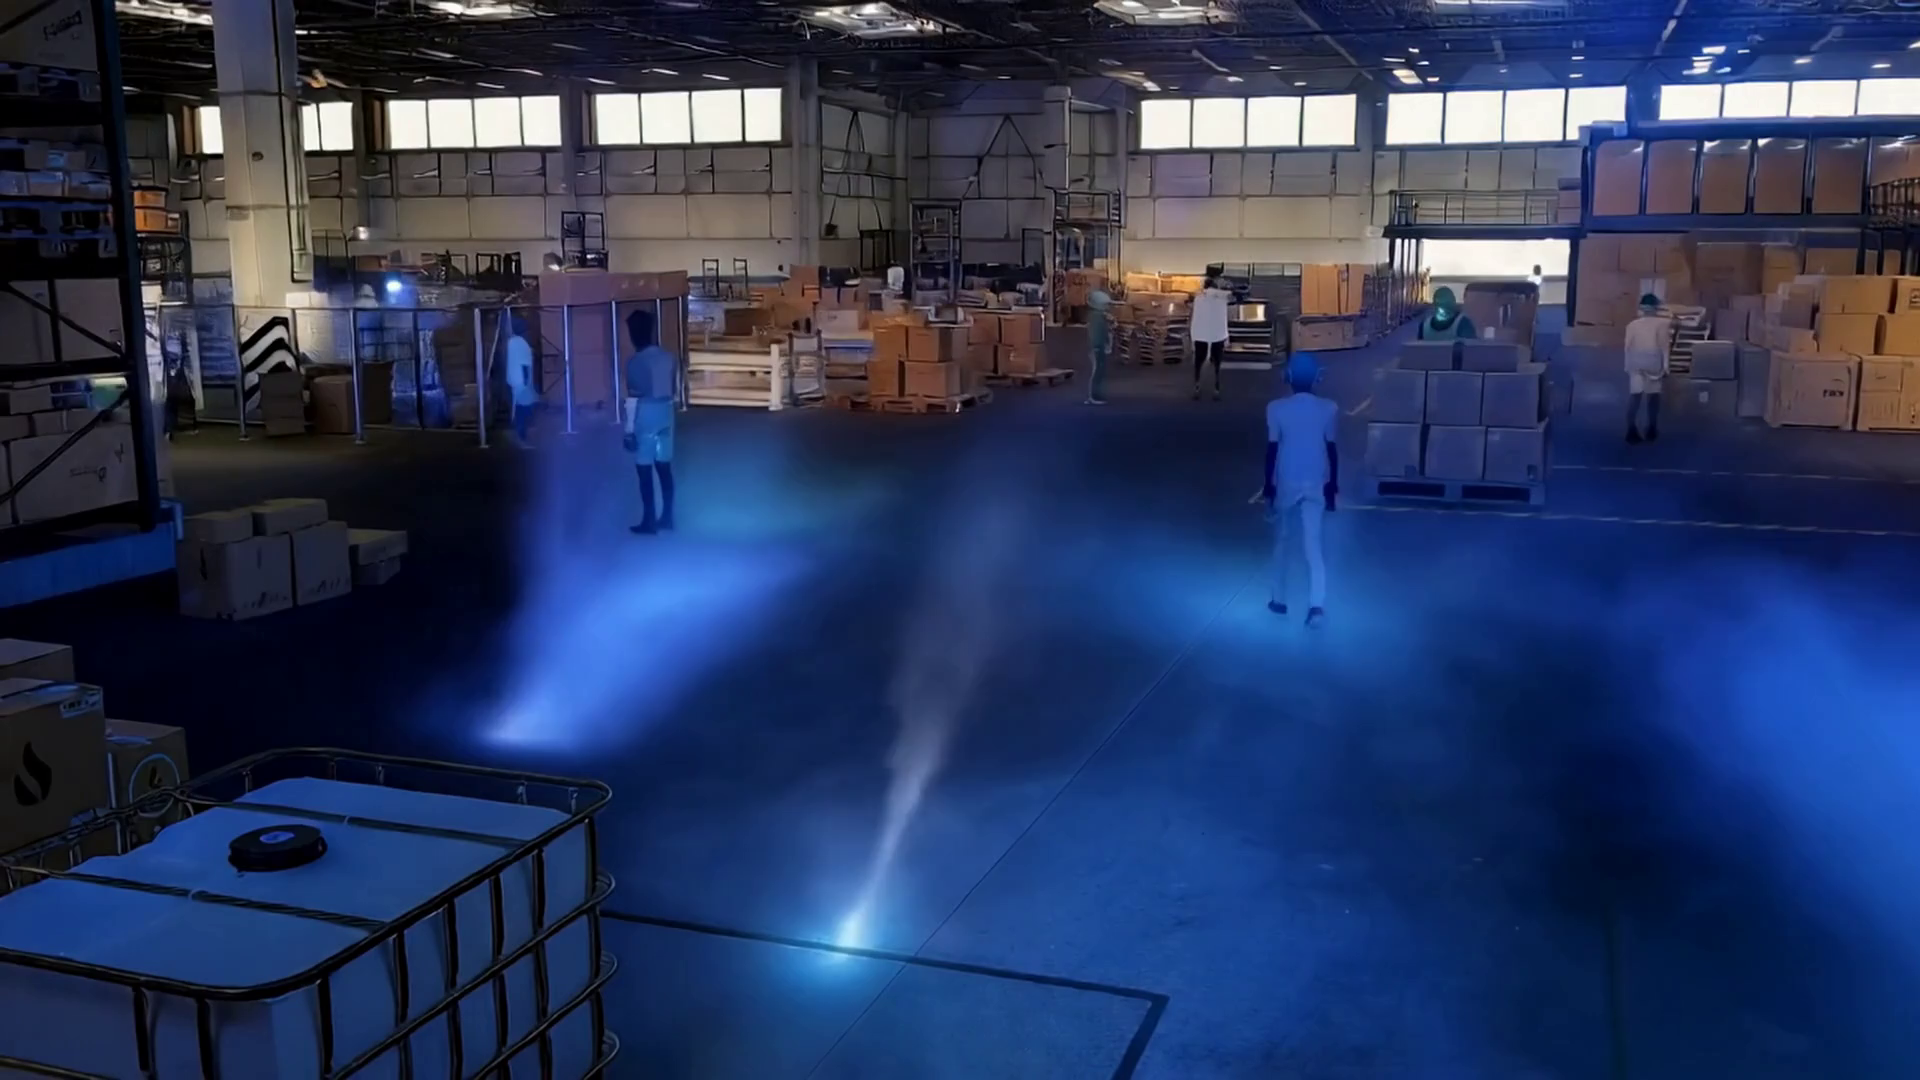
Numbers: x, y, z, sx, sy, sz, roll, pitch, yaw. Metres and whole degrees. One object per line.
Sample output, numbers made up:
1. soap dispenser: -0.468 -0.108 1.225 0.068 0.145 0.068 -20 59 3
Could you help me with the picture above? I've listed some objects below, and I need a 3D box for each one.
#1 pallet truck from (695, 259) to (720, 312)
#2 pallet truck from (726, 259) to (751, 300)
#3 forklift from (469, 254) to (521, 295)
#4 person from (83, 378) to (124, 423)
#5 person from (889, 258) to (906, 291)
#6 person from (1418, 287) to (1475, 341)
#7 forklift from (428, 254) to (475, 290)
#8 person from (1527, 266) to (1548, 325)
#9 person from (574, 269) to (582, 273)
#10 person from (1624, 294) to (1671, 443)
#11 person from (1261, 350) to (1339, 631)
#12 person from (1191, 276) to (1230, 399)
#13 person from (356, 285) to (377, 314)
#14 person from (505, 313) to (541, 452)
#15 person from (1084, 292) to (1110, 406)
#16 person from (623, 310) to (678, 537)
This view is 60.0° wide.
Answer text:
1. pallet truck: -9.165 -9.627 62.776 0.823 1.965 1.885 4 11 23
2. pallet truck: -7.986 -9.493 62.019 0.823 1.965 1.885 3 11 17
3. forklift: -17.990 -10.121 64.684 1.157 1.987 2.680 3 11 17
4. person: -10.253 -1.861 19.923 0.361 1.687 0.545 1 10 7
5. person: -2.318 -9.440 61.625 0.615 2.022 0.591 1 10 4
6. person: 5.876 -2.083 20.169 0.694 2.000 0.904 9 14 42
7. forklift: -20.133 -10.254 65.465 1.157 1.987 2.680 3 11 19
8. person: 18.115 -7.665 52.151 0.593 1.847 0.915 -2 10 -8
9. person: -14.194 -9.407 61.989 1.046 1.844 0.637 -4 11 -19
10. person: 8.758 -2.191 21.219 0.578 1.871 1.010 6 12 32
11. person: 2.252 -0.333 10.954 0.532 1.825 0.939 0 10 -1
12. person: 4.062 -3.269 26.974 0.613 1.994 0.395 1 10 6
13. person: -11.574 -4.093 32.377 0.885 1.730 0.539 5 11 24
14. person: -5.280 -1.903 20.148 0.371 1.682 0.551 -4 11 -24
15. person: 2.151 -2.983 26.013 0.326 1.767 0.533 -5 11 -28
16. person: -2.681 -0.996 14.307 0.392 1.954 0.604 6 12 32
